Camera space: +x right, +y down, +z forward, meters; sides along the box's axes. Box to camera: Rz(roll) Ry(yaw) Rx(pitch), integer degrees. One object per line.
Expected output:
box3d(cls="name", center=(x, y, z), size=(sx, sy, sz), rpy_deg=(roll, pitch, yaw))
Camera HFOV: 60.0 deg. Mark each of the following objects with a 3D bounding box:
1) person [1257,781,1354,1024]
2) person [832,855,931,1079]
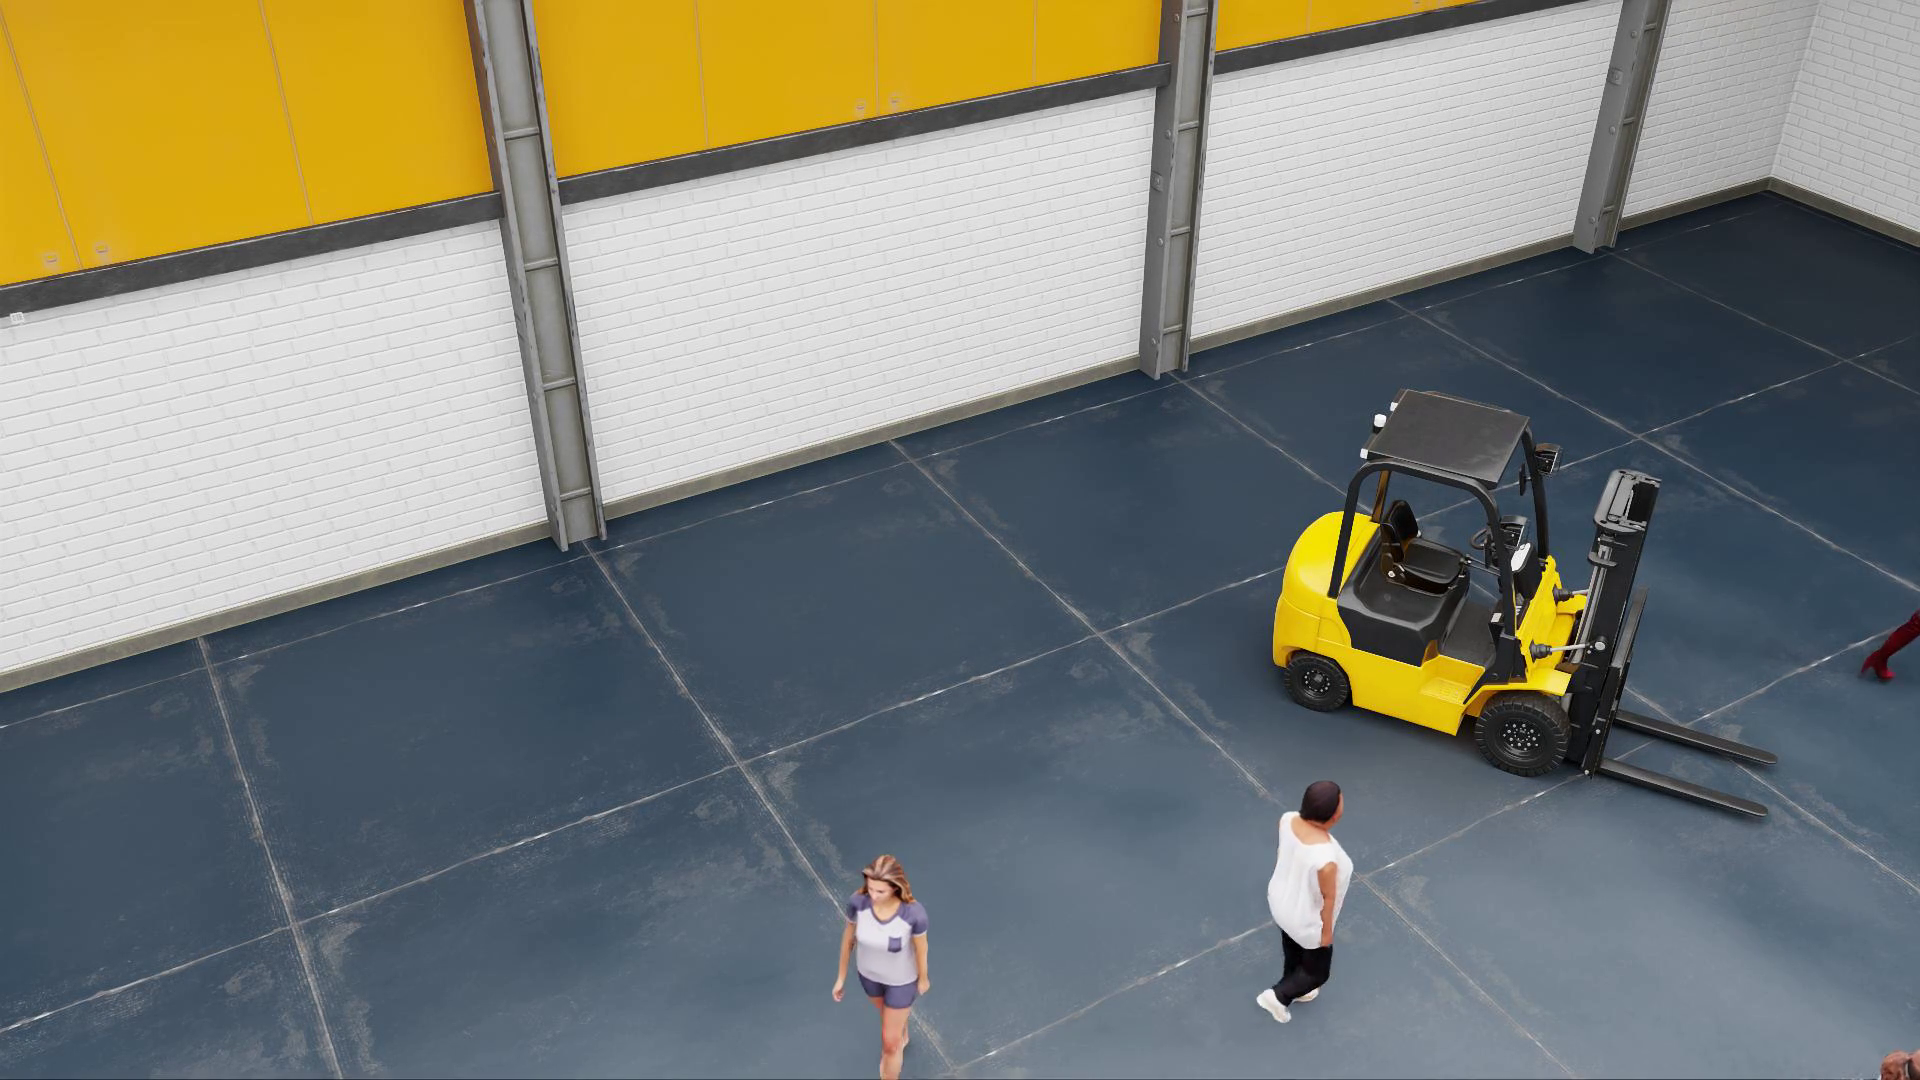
box3d(cls="person", center=(1.883, 2.052, 9.281), size=(0.768, 1.673, 0.747), rpy_deg=(-10, 35, -14))
box3d(cls="person", center=(-0.348, 2.271, 8.932), size=(0.908, 1.695, 1.034), rpy_deg=(16, 37, 23))
